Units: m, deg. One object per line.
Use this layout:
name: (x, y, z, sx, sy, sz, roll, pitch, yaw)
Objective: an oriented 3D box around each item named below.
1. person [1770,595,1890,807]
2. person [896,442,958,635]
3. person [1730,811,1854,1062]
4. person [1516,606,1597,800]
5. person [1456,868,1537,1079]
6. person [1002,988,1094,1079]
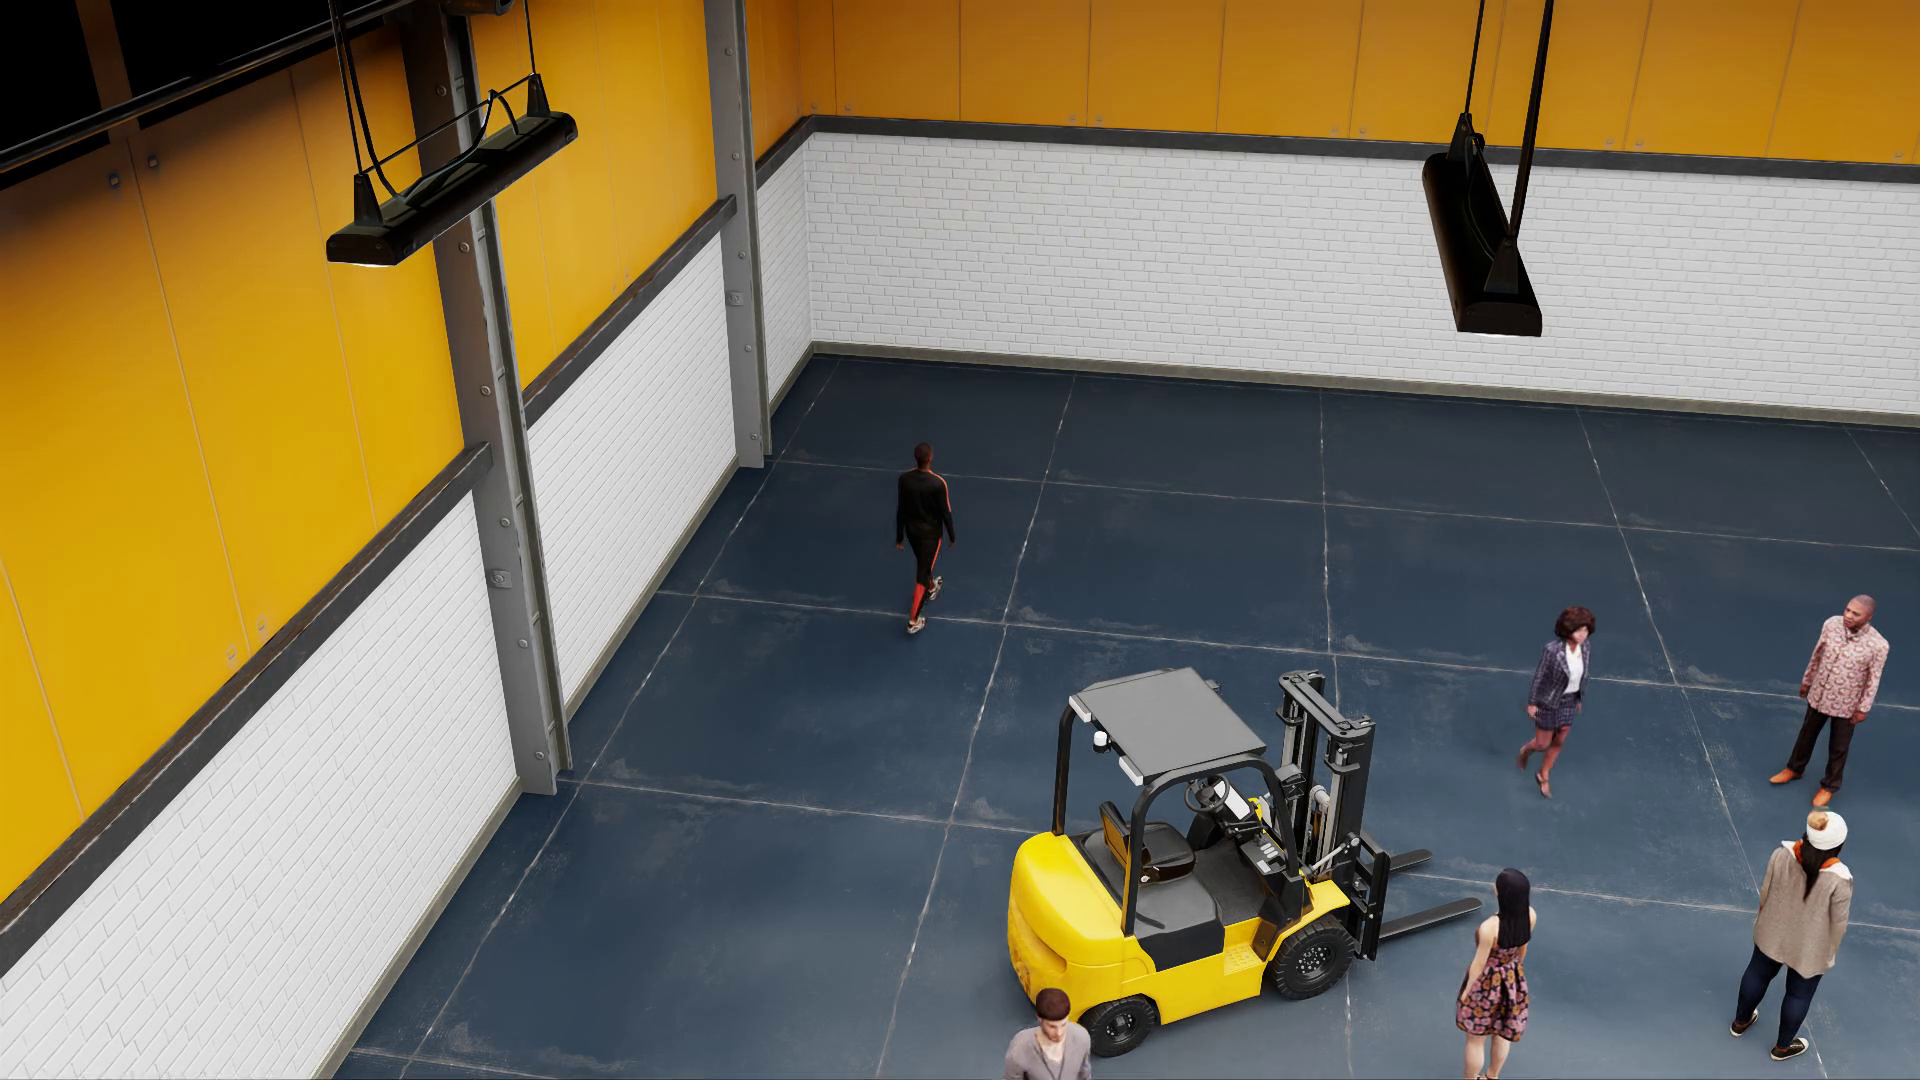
person: (6.789, 1.202, 12.865, 0.832, 1.808, 0.768, -18, 33, -29)
person: (-0.361, 0.003, 15.112, 0.844, 1.760, 1.246, 12, 31, 20)
person: (5.266, 2.454, 10.484, 0.867, 1.890, 0.812, -20, 34, -32)
person: (4.597, 1.230, 12.939, 0.760, 1.687, 0.800, -7, 29, -13)
person: (3.242, 2.721, 10.115, 0.807, 1.775, 0.857, -15, 32, -25)
person: (0.447, 3.160, 9.195, 0.985, 1.886, 1.146, -10, 30, -17)
